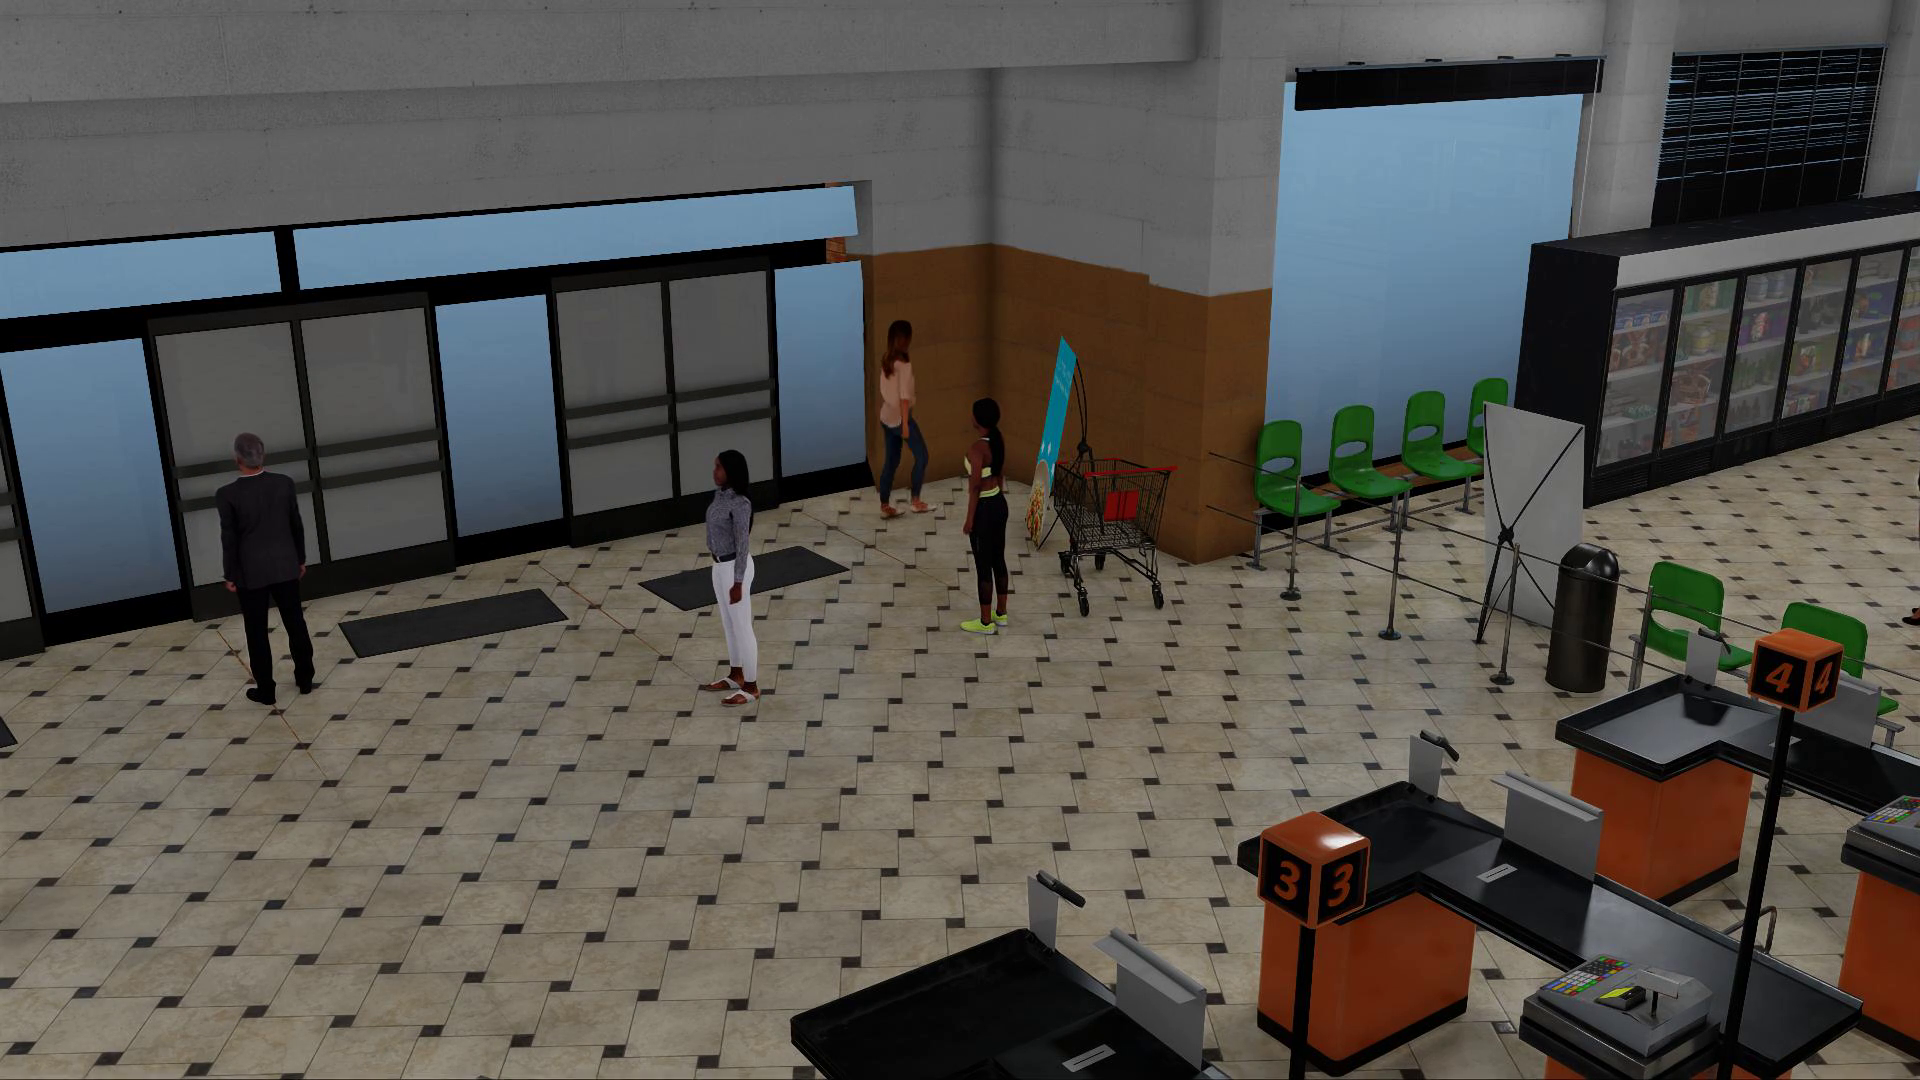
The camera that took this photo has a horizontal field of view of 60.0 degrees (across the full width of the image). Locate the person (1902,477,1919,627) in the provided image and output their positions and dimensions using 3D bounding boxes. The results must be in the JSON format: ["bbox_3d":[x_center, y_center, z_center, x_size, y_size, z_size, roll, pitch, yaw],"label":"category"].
[{"bbox_3d":[7.246,-0.181,12.262,0.624,1.671,0.568,-17,25,-41],"label":"person"}]

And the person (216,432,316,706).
[{"bbox_3d":[-4.572,0.173,10.946,0.745,1.843,0.652,-17,25,-41],"label":"person"}]

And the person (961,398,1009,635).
[{"bbox_3d":[0.209,-0.180,12.130,0.607,1.754,0.622,13,23,34],"label":"person"}]

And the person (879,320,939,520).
[{"bbox_3d":[-0.618,-1.030,14.621,0.696,1.772,0.710,-10,21,-28],"label":"person"}]

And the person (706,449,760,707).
[{"bbox_3d":[-1.498,0.230,10.959,0.672,1.725,0.493,-10,21,-26],"label":"person"}]
